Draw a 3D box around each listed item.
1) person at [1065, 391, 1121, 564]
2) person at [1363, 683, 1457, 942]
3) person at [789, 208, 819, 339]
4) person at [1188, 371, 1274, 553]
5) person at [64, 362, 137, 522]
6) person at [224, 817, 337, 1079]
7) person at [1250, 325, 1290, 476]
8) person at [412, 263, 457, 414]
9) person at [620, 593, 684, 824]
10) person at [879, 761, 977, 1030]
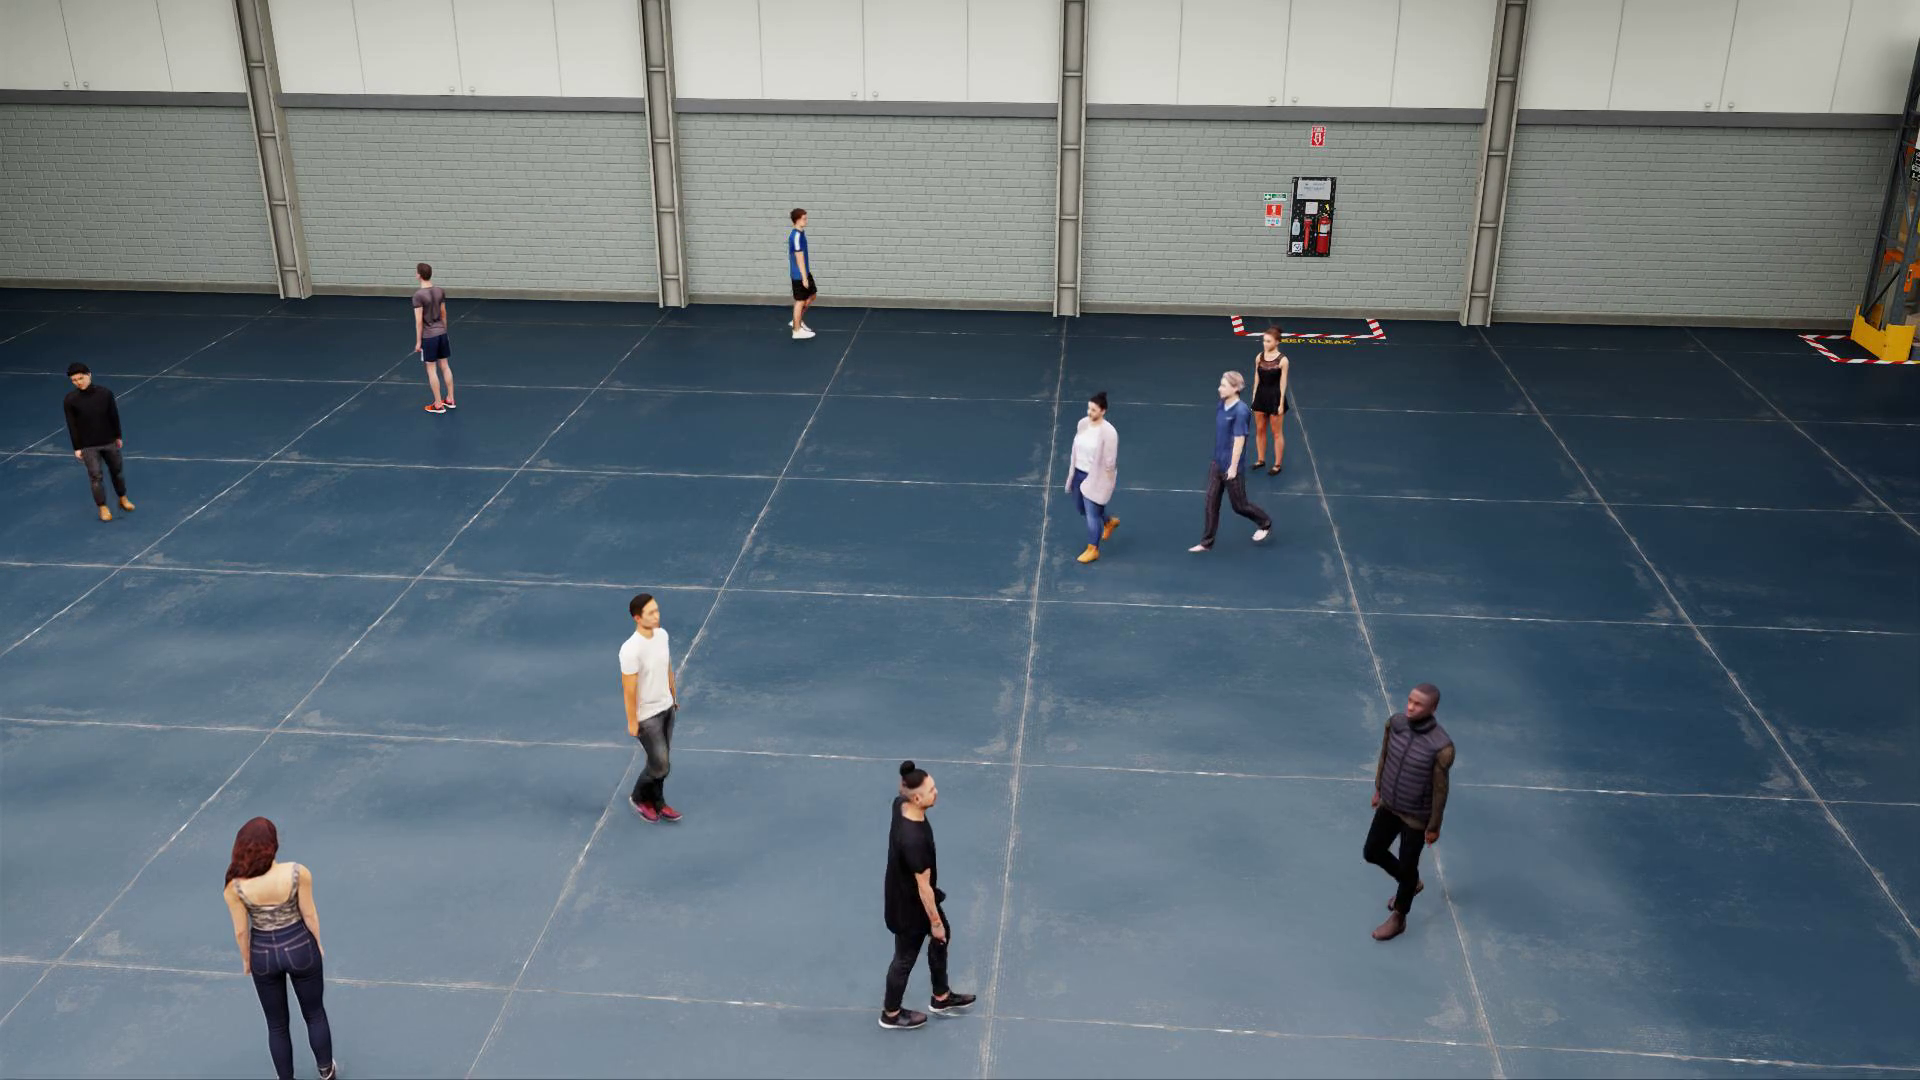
[{"bbox_3d":[1.372,-0.642,16.297,1.031,1.727,0.960,-15,27,-31],"label":"person"},{"bbox_3d":[2.924,1.706,10.643,0.942,1.829,0.890,-14,27,-30],"label":"person"},{"bbox_3d":[-2.343,-3.758,23.456,0.690,1.857,0.711,-1,23,-3],"label":"person"},{"bbox_3d":[2.734,-0.748,16.406,1.245,1.836,1.050,-11,26,-25],"label":"person"},{"bbox_3d":[-8.991,-1.054,17.309,0.904,1.693,0.844,17,29,35],"label":"person"},{"bbox_3d":[-3.754,2.330,9.253,0.628,1.768,0.745,-8,24,-19],"label":"person"},{"bbox_3d":[3.466,-1.568,18.537,0.675,1.676,0.752,20,30,38],"label":"person"},{"bbox_3d":[-6.496,-2.496,20.496,0.702,1.851,0.735,13,26,28],"label":"person"},{"bbox_3d":[-2.276,1.199,11.869,0.737,1.802,0.740,9,25,21],"label":"person"},{"bbox_3d":[-0.358,2.085,9.722,0.886,1.853,0.794,-2,23,-4],"label":"person"}]
